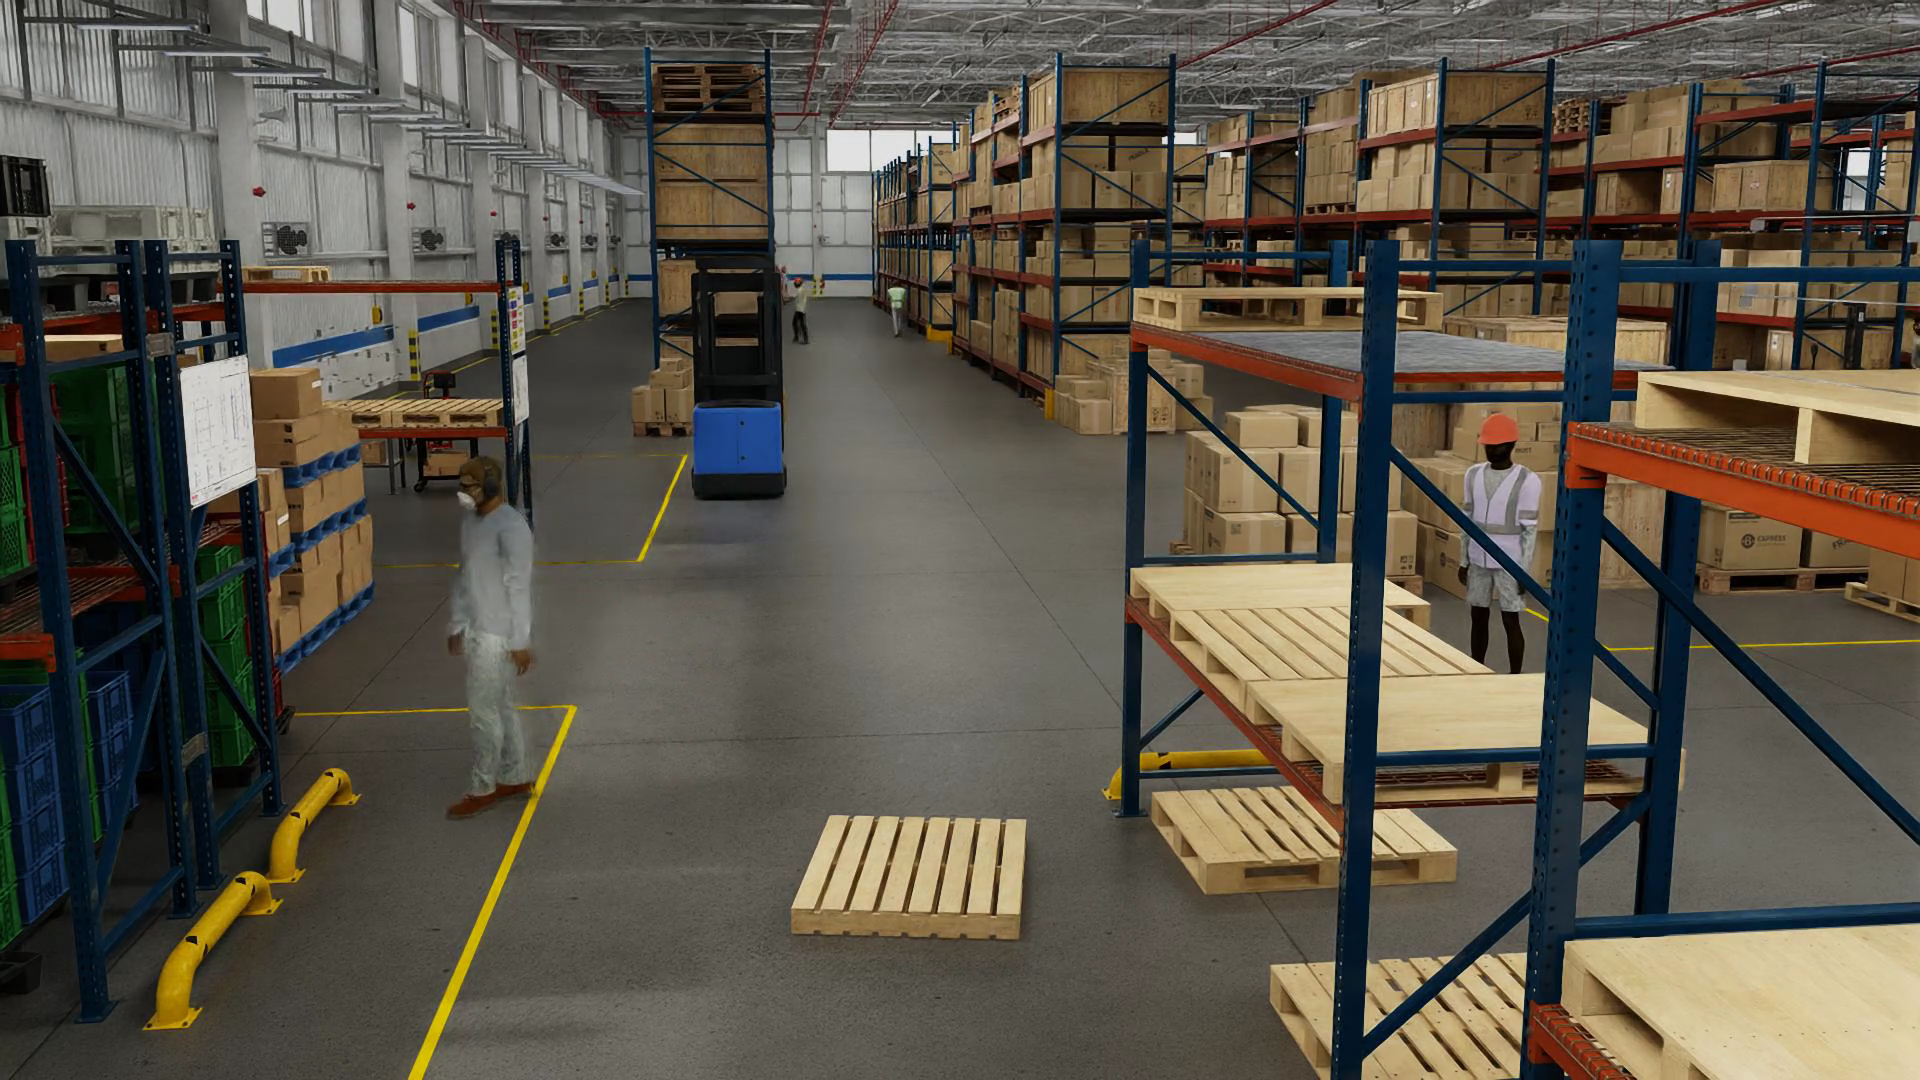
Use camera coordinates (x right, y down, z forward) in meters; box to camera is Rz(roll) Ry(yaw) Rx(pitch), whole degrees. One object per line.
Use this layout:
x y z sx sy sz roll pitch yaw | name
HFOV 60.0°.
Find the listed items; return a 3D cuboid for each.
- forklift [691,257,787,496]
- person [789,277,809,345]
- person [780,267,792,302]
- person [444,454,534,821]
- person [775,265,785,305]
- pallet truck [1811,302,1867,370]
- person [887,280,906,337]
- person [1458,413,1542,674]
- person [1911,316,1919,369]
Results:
-2.692 -2.022 20.139 1.129 2.768 1.873 -1 10 -6 | forklift
-4.716 -6.656 48.345 0.735 1.962 0.618 1 10 5 | person
-8.673 -12.509 81.480 0.908 1.702 0.590 -1 10 -8 | person
-2.533 0.505 8.795 0.533 1.924 0.664 -8 13 -38 | person
-8.480 -11.888 77.601 0.668 1.880 0.666 3 11 15 | person
15.846 -3.142 28.793 1.885 1.965 0.823 2 10 12 | pallet truck
-2.004 -7.293 52.350 0.585 1.793 0.966 -1 10 -8 | person
3.491 0.133 10.857 0.388 1.930 0.545 -8 13 -39 | person
15.237 -2.652 26.570 0.964 1.817 0.520 1 10 5 | person
